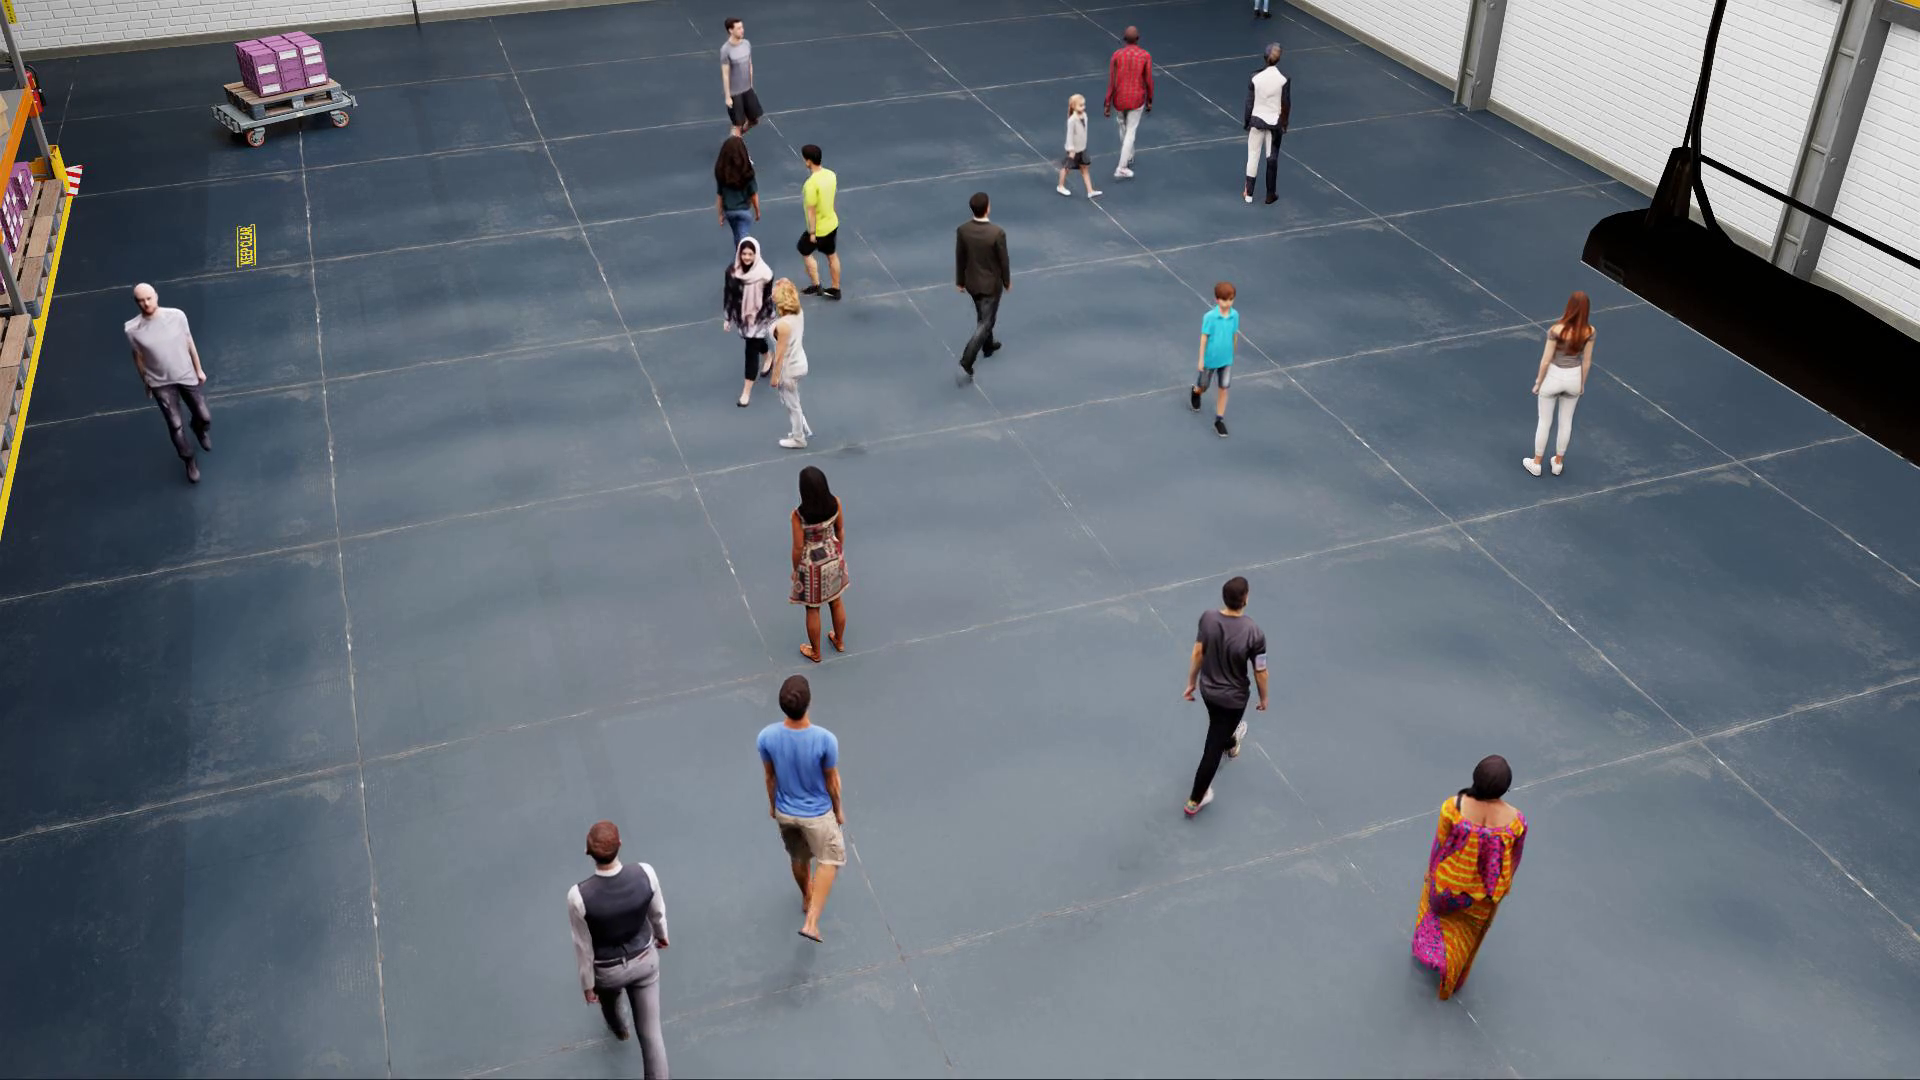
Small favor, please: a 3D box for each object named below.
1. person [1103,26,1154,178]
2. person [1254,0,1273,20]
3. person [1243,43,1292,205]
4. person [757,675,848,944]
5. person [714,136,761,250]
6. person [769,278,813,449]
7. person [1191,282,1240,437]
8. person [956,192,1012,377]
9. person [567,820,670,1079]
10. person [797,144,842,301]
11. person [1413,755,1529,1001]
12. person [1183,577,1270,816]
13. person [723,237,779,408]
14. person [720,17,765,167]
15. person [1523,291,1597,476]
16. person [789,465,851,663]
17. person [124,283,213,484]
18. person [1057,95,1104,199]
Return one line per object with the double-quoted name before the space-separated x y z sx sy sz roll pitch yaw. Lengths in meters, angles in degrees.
"person" 2.047 -5.331 20.383 1.125 1.775 1.282 9 35 14
"person" 4.783 -8.818 26.153 0.553 1.194 0.622 18 37 25
"person" 3.619 -4.920 19.657 0.778 1.893 0.797 8 35 12
"person" -0.928 1.635 9.833 0.930 1.853 1.067 6 34 10
"person" -2.384 -3.465 17.749 0.918 1.582 1.121 4 34 7
"person" -1.440 -1.538 14.777 0.758 1.662 0.663 7 34 10
"person" 2.327 -1.707 15.238 0.611 1.435 0.904 -7 34 -11
"person" 0.197 -2.448 16.042 1.139 1.777 1.152 18 38 25
"person" -1.750 2.305 8.788 0.725 1.892 1.238 -14 36 -20
"person" -1.386 -3.288 17.388 0.853 1.687 0.811 22 39 29
"person" 2.905 1.946 9.545 0.852 1.653 0.915 10 35 15
"person" 1.670 1.054 10.826 1.167 1.720 1.107 23 40 30
"person" -1.945 -2.139 15.753 1.071 1.583 1.219 10 35 15
"person" -2.837 -5.607 20.723 0.903 1.857 0.832 26 42 34
"person" 5.220 -1.357 14.450 0.659 1.724 0.633 0 34 1
"person" -1.038 0.166 12.229 0.703 1.645 0.626 -22 39 -29
"person" -6.841 -1.419 14.461 0.757 1.815 0.921 -17 37 -24
"person" 1.340 -4.718 19.940 0.746 1.244 0.933 -28 43 -36
